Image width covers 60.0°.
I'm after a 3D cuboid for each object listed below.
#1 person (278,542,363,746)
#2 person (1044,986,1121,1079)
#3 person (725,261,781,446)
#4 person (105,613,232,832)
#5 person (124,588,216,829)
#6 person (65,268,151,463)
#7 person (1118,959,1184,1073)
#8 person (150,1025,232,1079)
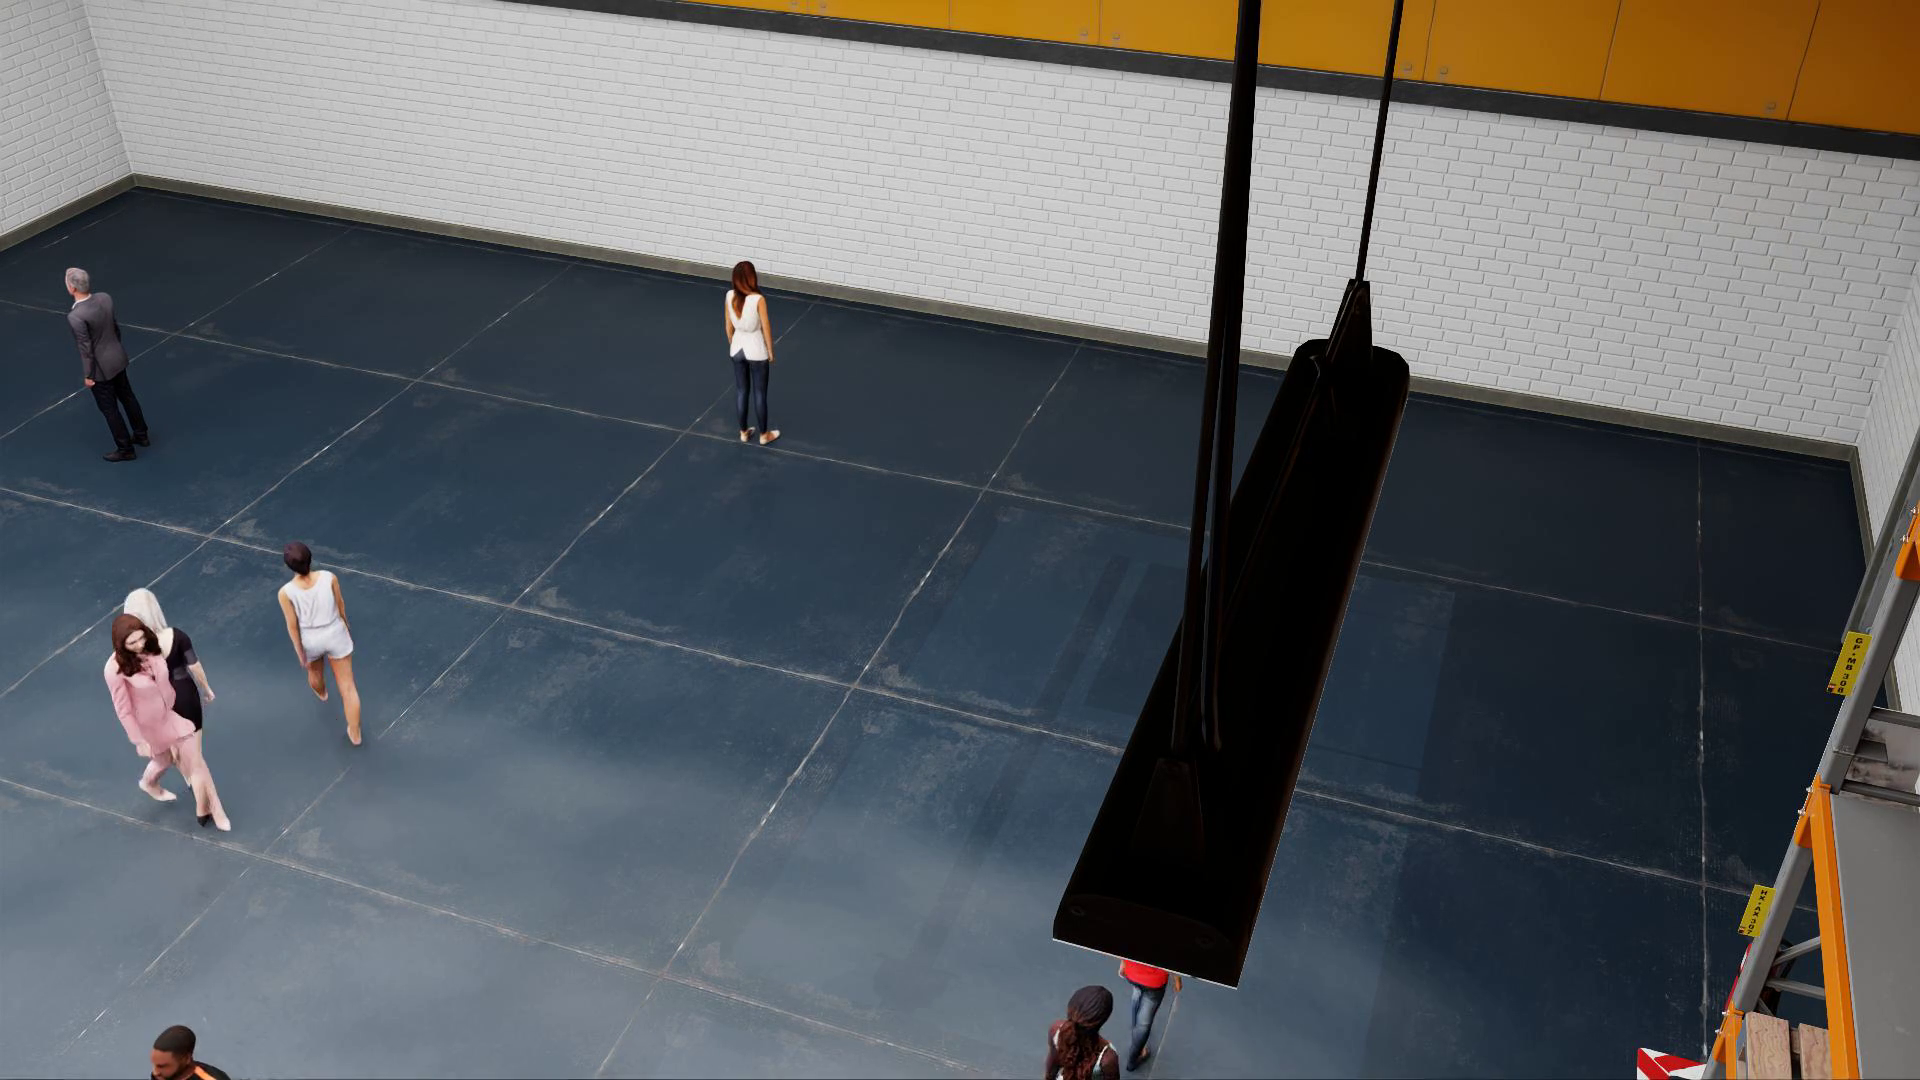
[{"bbox_3d":[-4.429,0.750,11.639,1.030,1.560,1.066,-16,37,-23],"label":"person"},{"bbox_3d":[0.537,2.898,8.276,0.707,1.705,0.770,25,41,33],"label":"person"},{"bbox_3d":[-1.918,-1.695,15.116,0.605,1.784,0.528,13,36,19],"label":"person"},{"bbox_3d":[-5.296,1.165,10.830,0.834,1.764,0.990,13,36,19],"label":"person"},{"bbox_3d":[-5.113,1.145,10.821,0.858,1.807,0.935,-11,35,-16],"label":"person"},{"bbox_3d":[-7.684,-1.592,14.909,0.835,1.841,0.615,4,34,6],"label":"person"},{"bbox_3d":[1.004,2.475,9.283,0.588,1.296,0.670,23,40,31],"label":"person"},{"bbox_3d":[-3.556,2.954,8.121,0.627,1.784,1.049,12,35,17],"label":"person"}]
